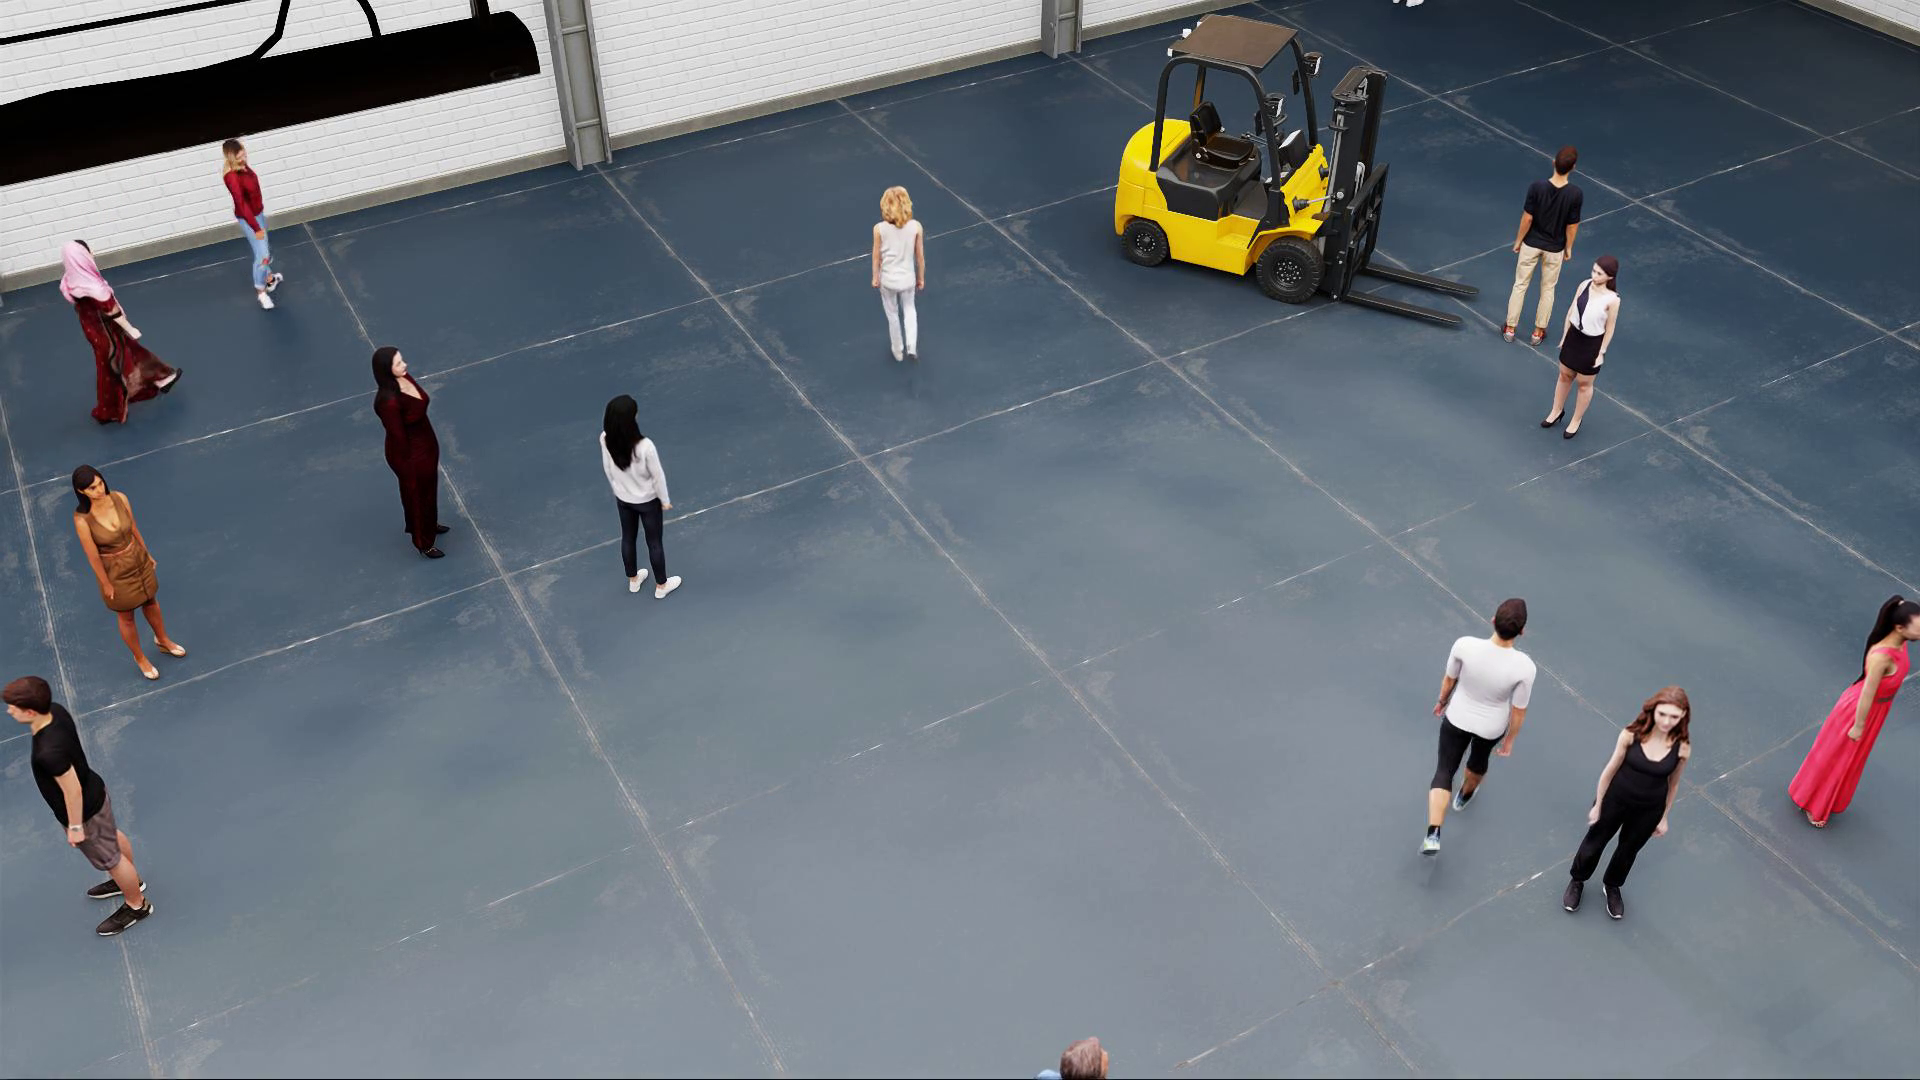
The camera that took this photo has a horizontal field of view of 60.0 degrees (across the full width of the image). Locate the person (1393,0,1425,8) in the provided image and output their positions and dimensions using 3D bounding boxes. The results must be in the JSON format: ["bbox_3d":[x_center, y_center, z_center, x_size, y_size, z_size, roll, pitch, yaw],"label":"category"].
[{"bbox_3d":[5.727,-7.623,20.889,0.587,1.775,0.631,-30,48,-32],"label":"person"}]

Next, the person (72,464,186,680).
[{"bbox_3d":[-5.618,0.196,11.167,0.696,1.690,0.609,16,41,19],"label":"person"}]

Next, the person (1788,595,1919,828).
[{"bbox_3d":[5.468,1.039,10.083,0.743,1.726,0.609,29,47,32],"label":"person"}]

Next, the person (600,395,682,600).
[{"bbox_3d":[-2.293,-0.311,11.793,0.709,1.701,0.752,13,40,16],"label":"person"}]

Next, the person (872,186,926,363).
[{"bbox_3d":[-0.528,-2.216,14.212,0.738,1.659,0.775,-7,39,-8],"label":"person"}]

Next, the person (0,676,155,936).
[{"bbox_3d":[-4.989,1.472,9.433,0.579,1.861,0.681,-18,42,-21],"label":"person"}]

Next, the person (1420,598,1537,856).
[{"bbox_3d":[3.045,1.126,9.899,1.101,1.819,1.239,15,41,18],"label":"person"}]

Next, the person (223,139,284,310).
[{"bbox_3d":[-6.477,-2.969,15.188,0.619,1.617,0.833,-21,43,-24],"label":"person"}]

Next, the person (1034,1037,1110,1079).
[{"bbox_3d":[0.518,2.896,7.684,0.721,1.817,0.666,30,47,32],"label":"person"}]

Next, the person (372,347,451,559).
[{"bbox_3d":[-4.030,-0.660,12.184,0.742,1.758,0.754,-4,39,-5],"label":"person"}]

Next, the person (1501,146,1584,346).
[{"bbox_3d":[5.083,-2.555,14.476,0.700,1.859,0.747,11,40,14],"label":"person"}]

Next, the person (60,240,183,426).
[{"bbox_3d":[-7.035,-1.647,13.553,1.115,1.592,0.798,-31,48,-33],"label":"person"}]

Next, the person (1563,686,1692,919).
[{"bbox_3d":[3.848,1.481,9.513,0.661,1.747,0.718,10,40,12],"label":"person"}]

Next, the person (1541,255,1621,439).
[{"bbox_3d":[5.033,-1.558,13.397,0.537,1.647,0.570,-25,45,-28],"label":"person"}]
